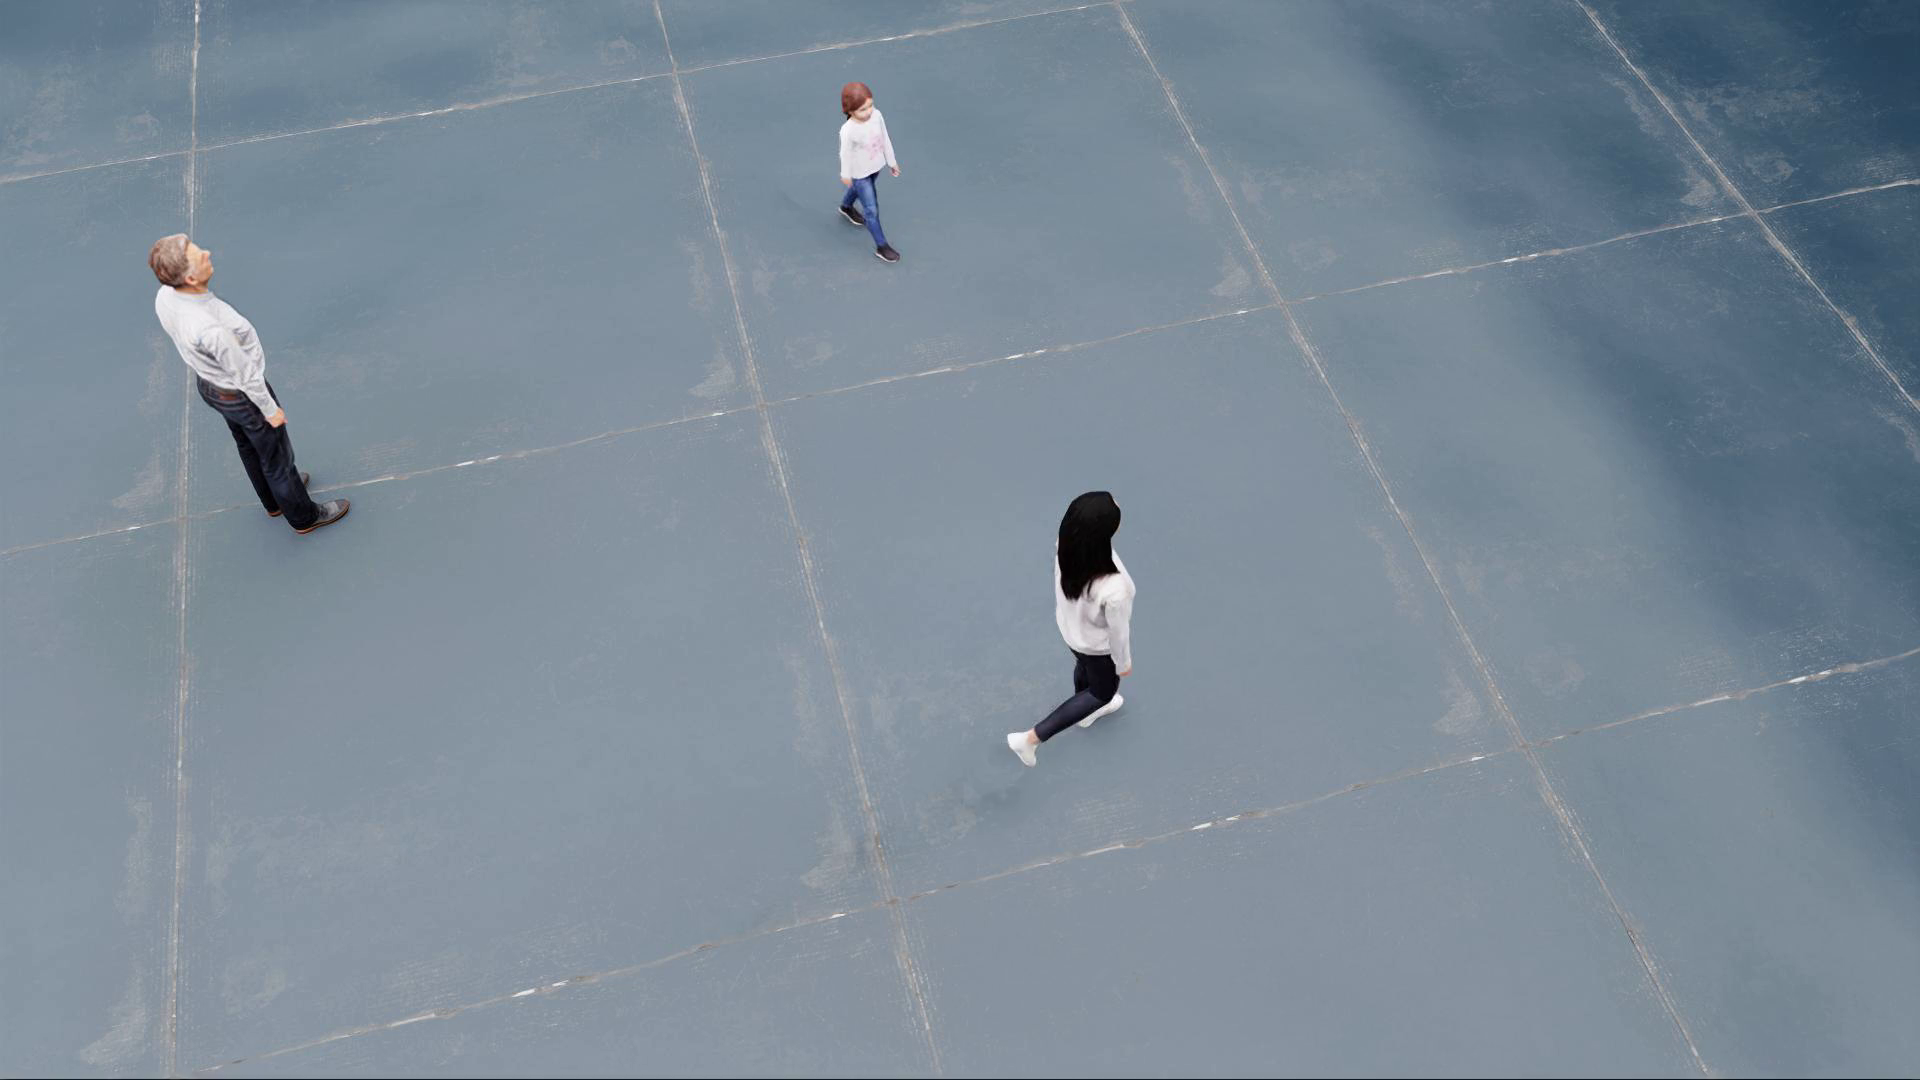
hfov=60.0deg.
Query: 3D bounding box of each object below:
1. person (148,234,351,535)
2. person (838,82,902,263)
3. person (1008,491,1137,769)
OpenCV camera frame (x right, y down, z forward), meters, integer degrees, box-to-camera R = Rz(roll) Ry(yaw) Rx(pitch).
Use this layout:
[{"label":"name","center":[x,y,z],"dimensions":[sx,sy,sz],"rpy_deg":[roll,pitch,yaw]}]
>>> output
[{"label":"person","center":[-3.389,-0.715,7.801],"dimensions":[0.701,1.820,0.798],"rpy_deg":[34,59,23]},{"label":"person","center":[-0.571,-2.139,9.367],"dimensions":[0.845,1.087,0.709],"rpy_deg":[35,60,24]},{"label":"person","center":[0.483,0.413,7.012],"dimensions":[0.793,1.686,0.888],"rpy_deg":[-23,56,-17]}]
